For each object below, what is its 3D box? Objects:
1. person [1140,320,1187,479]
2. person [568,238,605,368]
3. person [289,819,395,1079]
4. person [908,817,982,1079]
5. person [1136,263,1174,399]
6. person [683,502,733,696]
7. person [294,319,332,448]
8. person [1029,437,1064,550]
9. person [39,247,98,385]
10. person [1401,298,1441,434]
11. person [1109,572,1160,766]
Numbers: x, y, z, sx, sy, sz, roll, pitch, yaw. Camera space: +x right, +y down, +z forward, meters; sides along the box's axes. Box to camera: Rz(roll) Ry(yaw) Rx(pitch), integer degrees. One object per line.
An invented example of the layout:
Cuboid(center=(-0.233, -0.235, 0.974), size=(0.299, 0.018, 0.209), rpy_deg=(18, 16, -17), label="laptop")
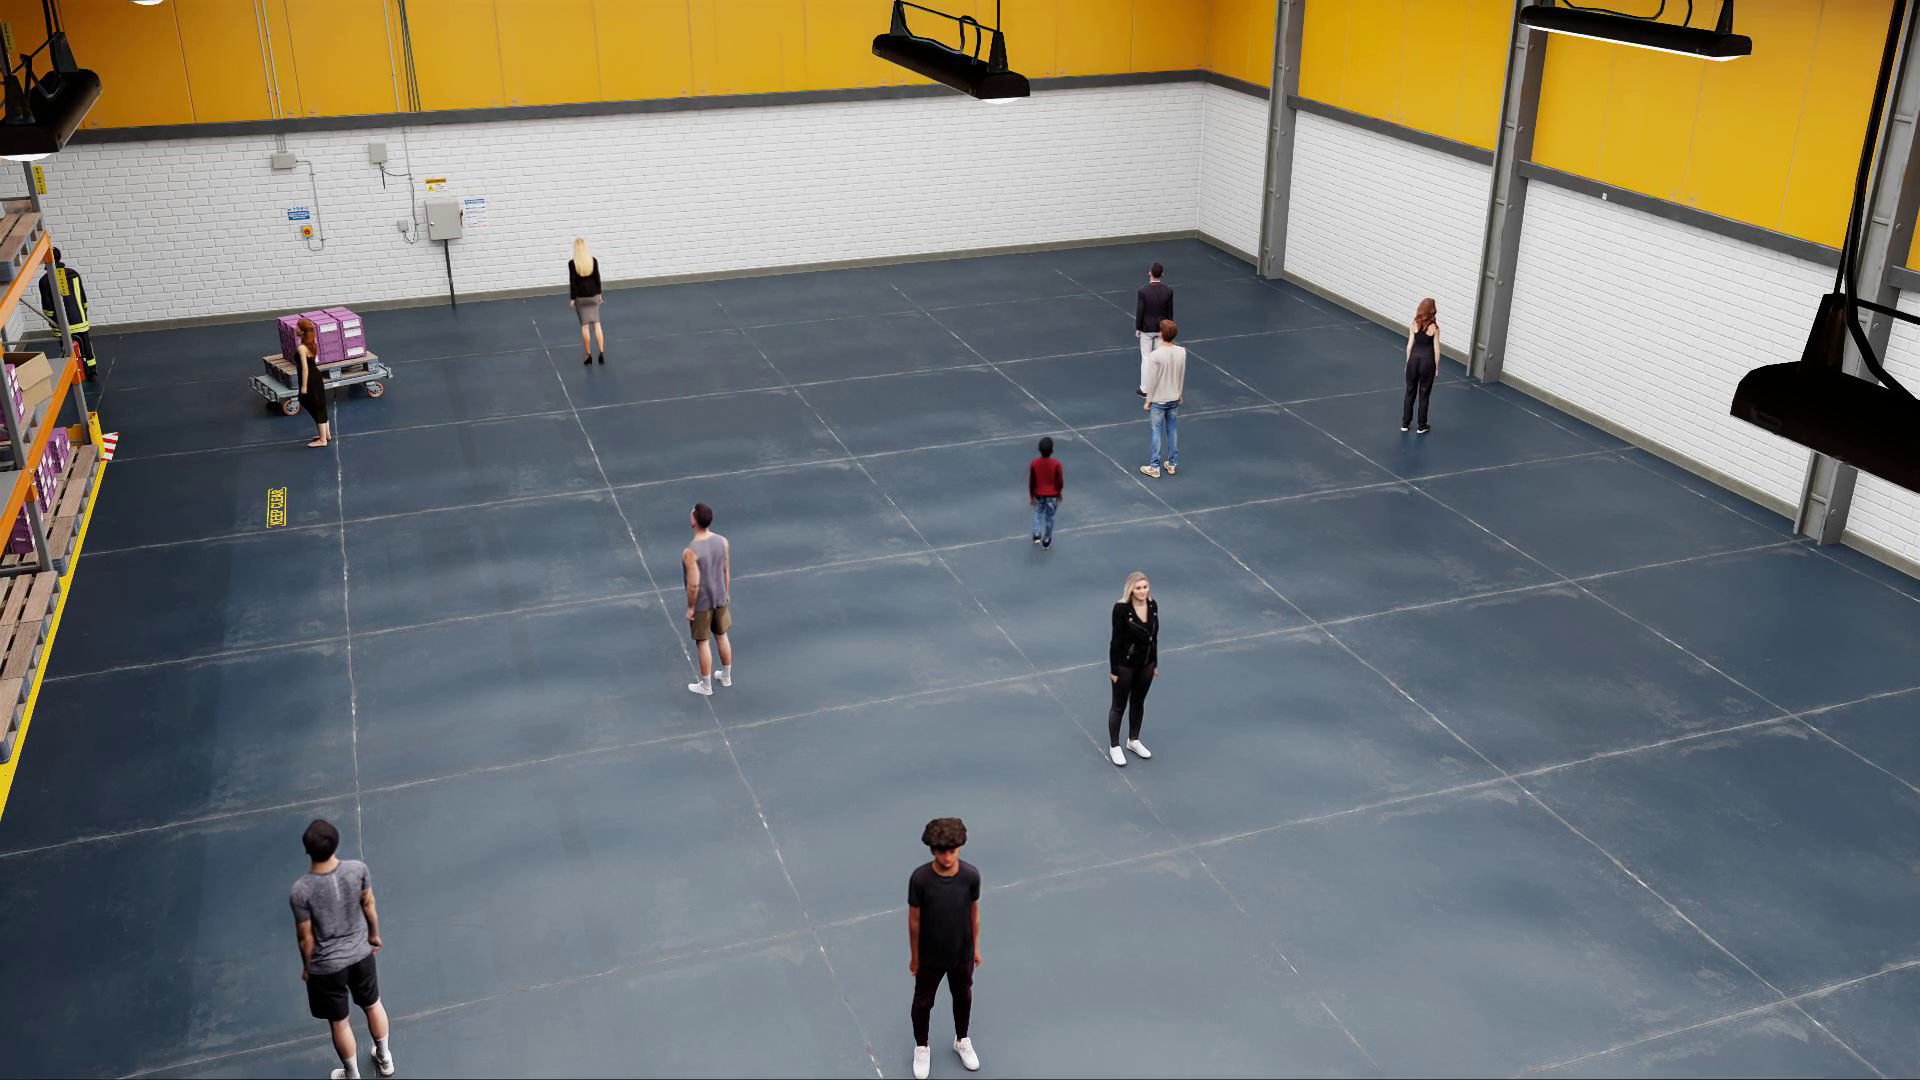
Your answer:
Cuboid(center=(2.427, -1.677, 19.691), size=(0.672, 1.905, 0.602), rpy_deg=(-11, 26, -24), label="person")
Cuboid(center=(-5.316, -3.394, 23.698), size=(0.656, 1.841, 0.605), rpy_deg=(-14, 27, -28), label="person")
Cuboid(center=(-3.766, 2.527, 10.115), size=(0.694, 1.871, 0.728), rpy_deg=(22, 32, 40), label="person")
Cuboid(center=(-0.097, 2.495, 10.299), size=(0.629, 1.784, 0.599), rpy_deg=(-6, 24, -13), label="person")
Cuboid(center=(2.609, -2.830, 22.405), size=(0.704, 1.845, 0.637), rpy_deg=(-3, 24, -6), label="person")
Cuboid(center=(-2.252, 0.521, 14.823), size=(0.731, 1.847, 0.719), rpy_deg=(21, 31, 39), label="person")
Cuboid(center=(-8.069, -1.969, 20.709), size=(0.688, 1.625, 0.592), rpy_deg=(-1, 24, -3), label="person")
Cuboid(center=(0.914, -0.482, 17.778), size=(0.581, 1.247, 0.614), rpy_deg=(5, 24, 11), label="person")
Cuboid(center=(-12.297, -3.100, 22.918), size=(0.910, 1.928, 0.887), rpy_deg=(14, 27, 30), label="person")
Cuboid(center=(5.859, -2.226, 21.143), size=(0.640, 1.748, 0.720), rpy_deg=(14, 27, 28), label="person")
Cuboid(center=(1.425, 1.037, 13.756), size=(0.622, 1.685, 0.558), rpy_deg=(-11, 26, -23), label="person")
